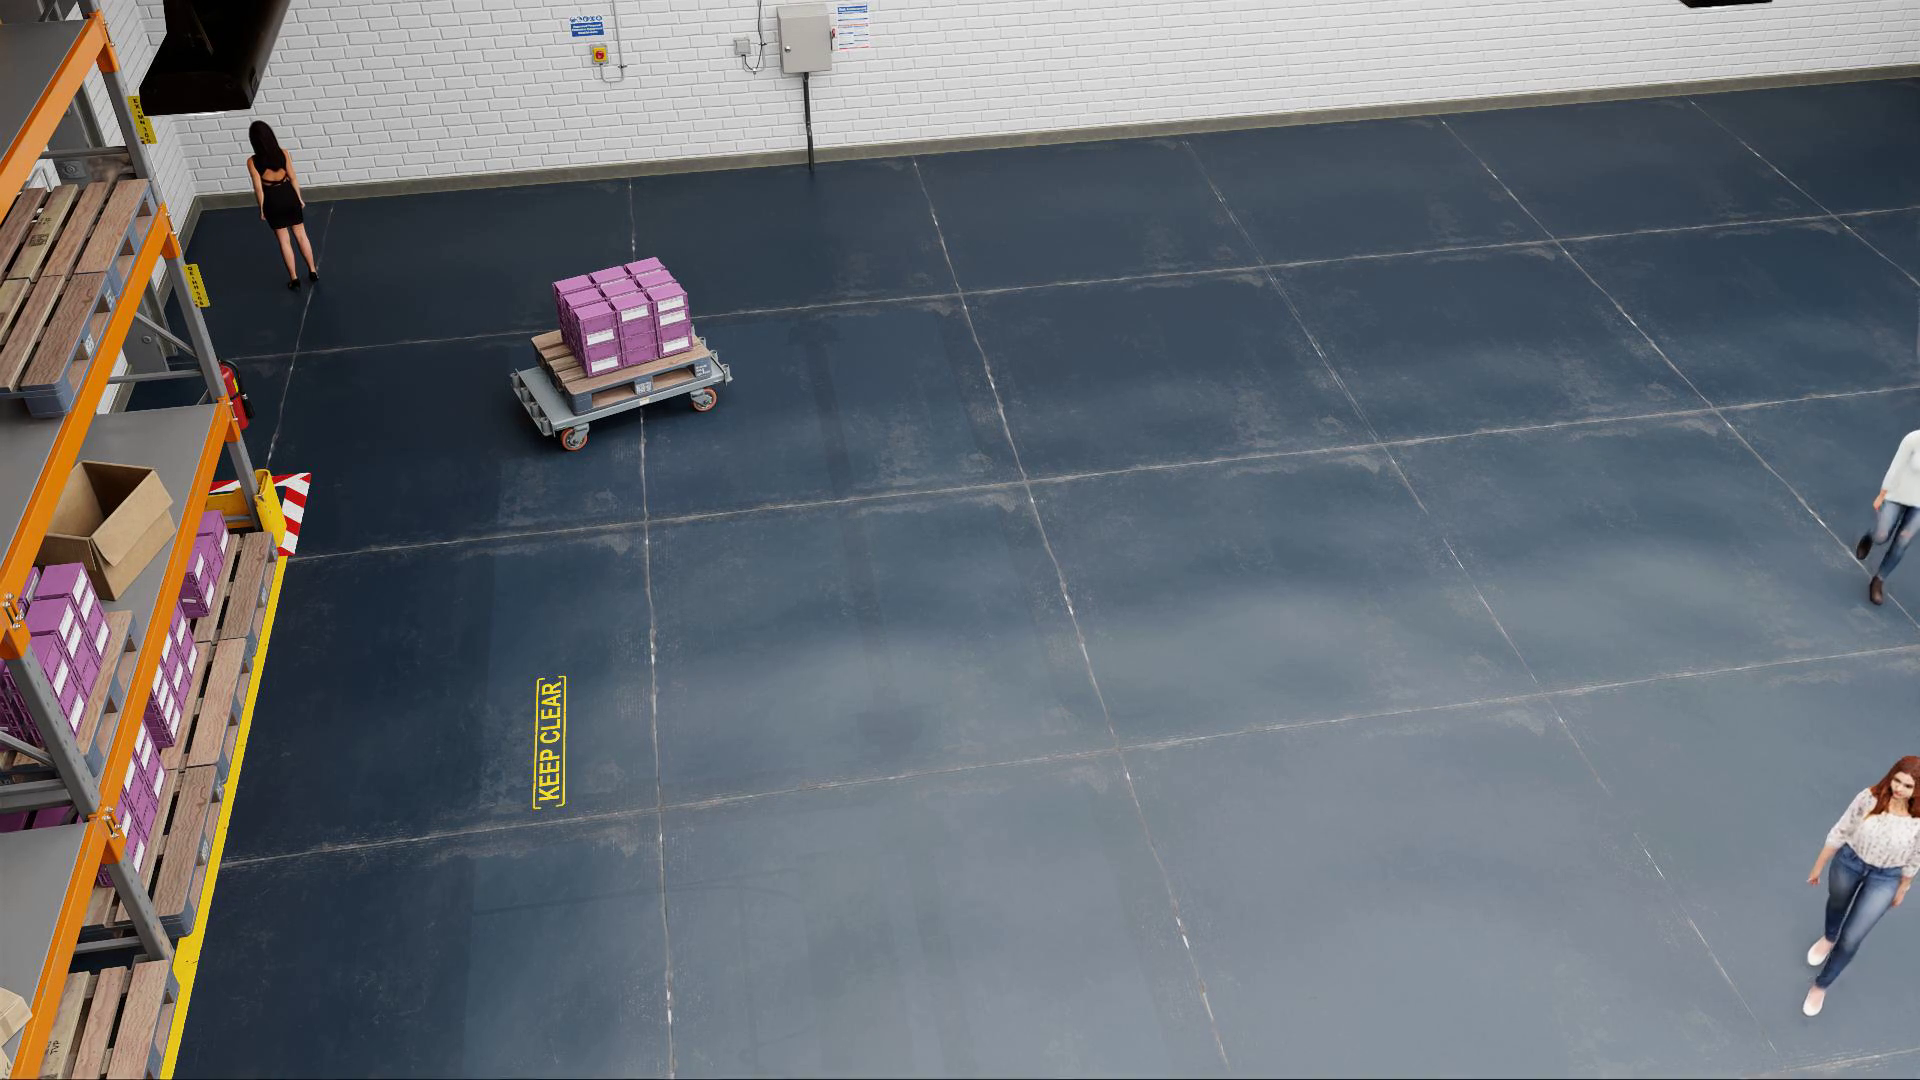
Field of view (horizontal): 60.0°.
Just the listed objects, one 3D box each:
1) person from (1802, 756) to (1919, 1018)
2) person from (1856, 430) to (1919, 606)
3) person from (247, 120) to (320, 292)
[{"bbox_3d":[4.993,1.771,9.105,0.947,1.705,0.944,-31,48,-33],"label":"person"},{"bbox_3d":[6.723,-0.332,11.795,0.777,1.635,0.908,11,40,13],"label":"person"},{"bbox_3d":[-6.191,-3.050,15.187,0.617,1.649,0.613,-25,45,-28],"label":"person"}]
